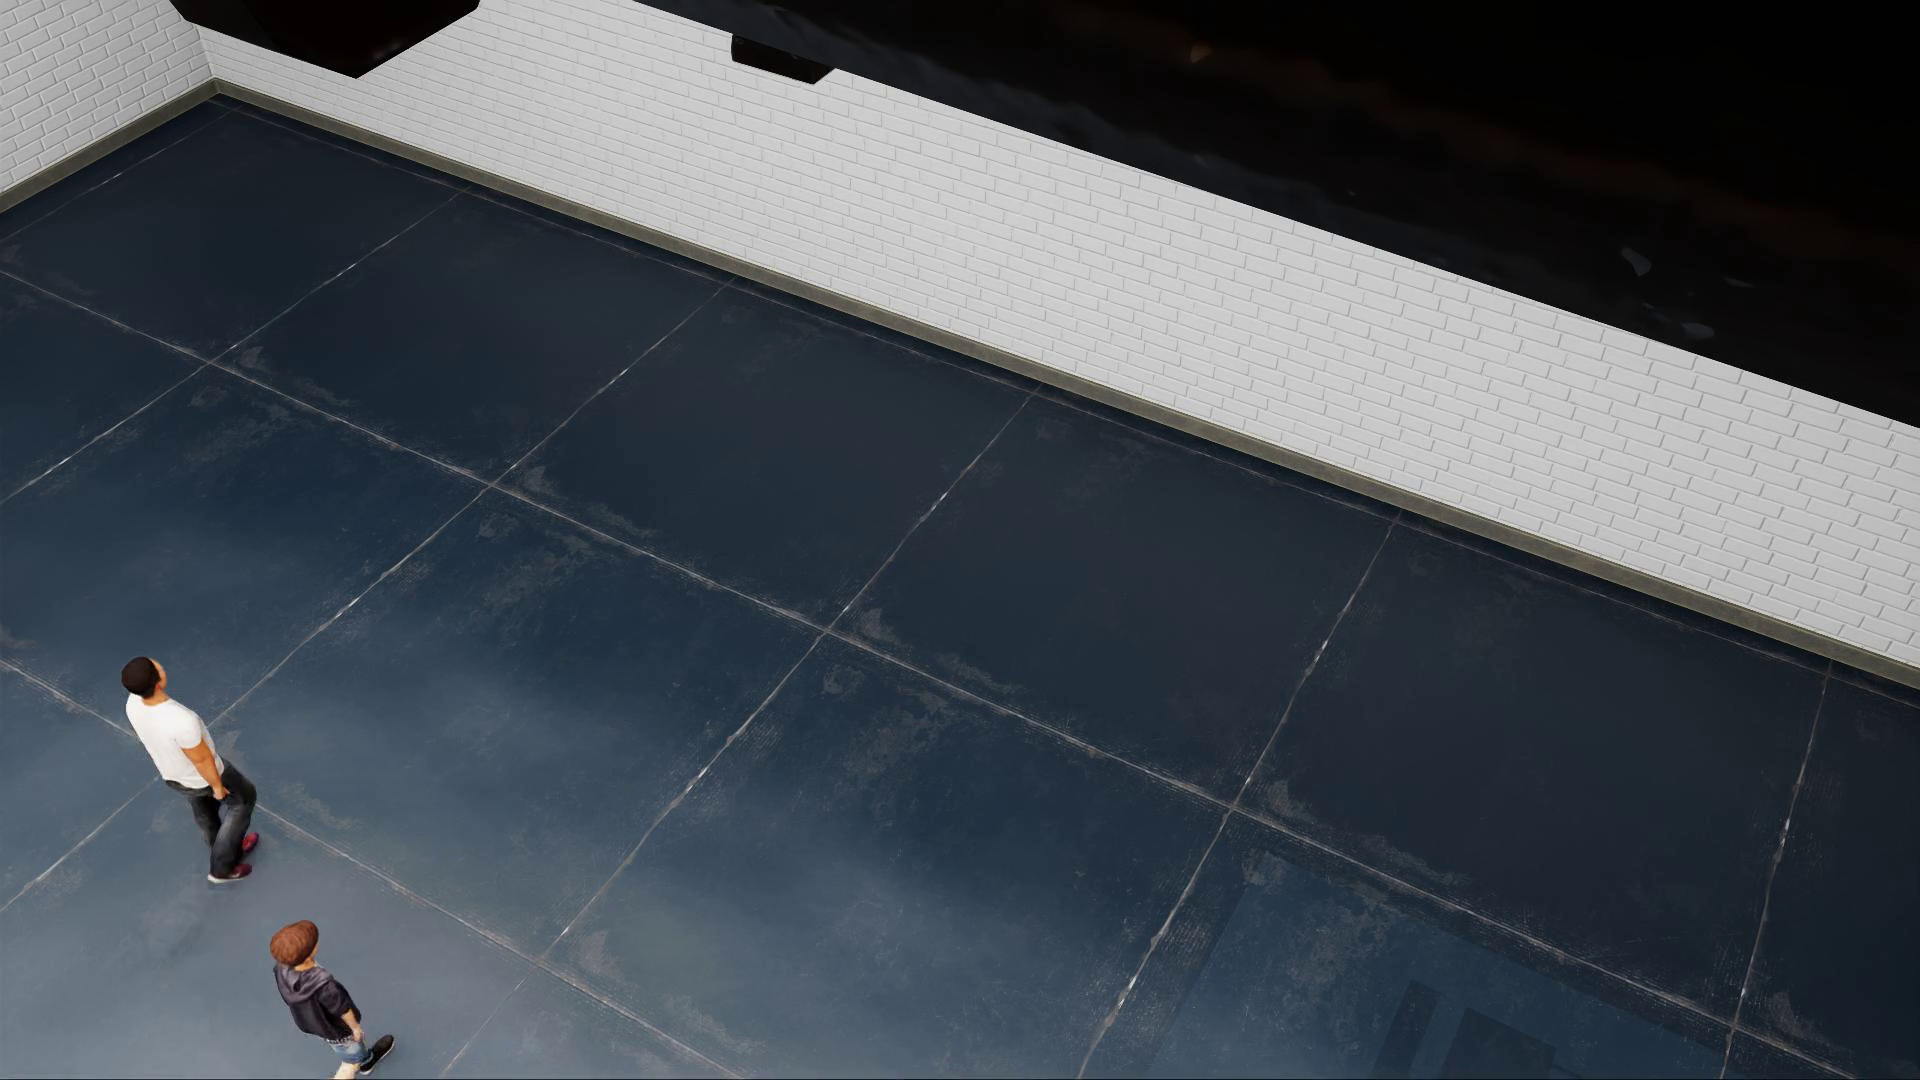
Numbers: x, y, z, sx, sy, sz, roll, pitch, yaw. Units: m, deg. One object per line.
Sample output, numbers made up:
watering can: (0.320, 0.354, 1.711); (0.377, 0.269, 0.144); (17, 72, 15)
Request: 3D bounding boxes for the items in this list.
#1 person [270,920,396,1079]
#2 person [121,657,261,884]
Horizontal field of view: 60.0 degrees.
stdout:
person: (-3.233, 2.455, 8.408); (0.564, 1.431, 0.891); (19, 47, 19)
person: (-4.358, 1.344, 9.318); (0.682, 1.795, 0.728); (16, 46, 16)
